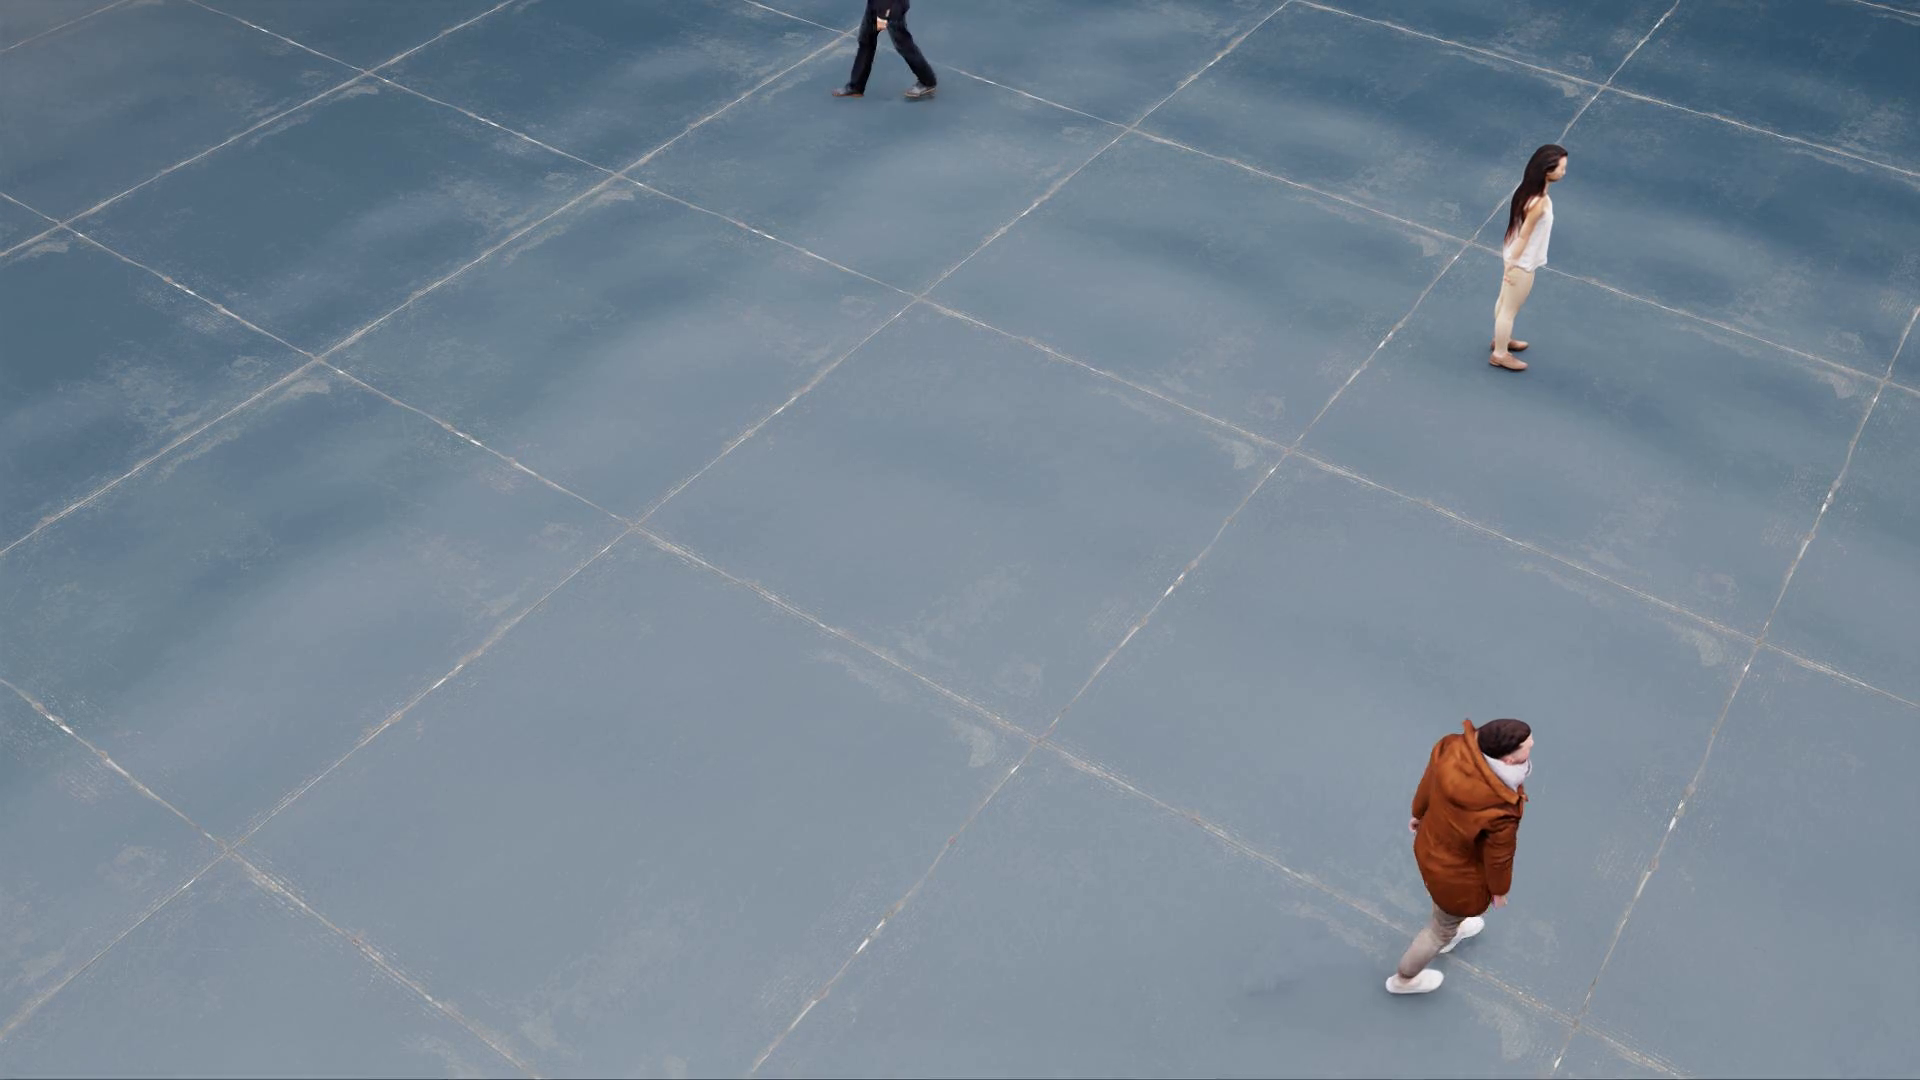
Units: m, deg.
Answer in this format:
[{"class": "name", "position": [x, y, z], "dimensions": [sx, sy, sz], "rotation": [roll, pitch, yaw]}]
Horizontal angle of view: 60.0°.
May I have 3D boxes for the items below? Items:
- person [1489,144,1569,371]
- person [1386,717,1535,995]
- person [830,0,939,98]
[{"class": "person", "position": [3.711, -1.882, 11.022], "dimensions": [0.639, 1.651, 0.699], "rotation": [23, 48, 23]}, {"class": "person", "position": [2.128, 1.429, 7.355], "dimensions": [1.013, 1.817, 0.960], "rotation": [-11, 44, -11]}, {"class": "person", "position": [-0.518, -4.433, 13.667], "dimensions": [1.236, 1.771, 1.190], "rotation": [-7, 44, -8]}]
